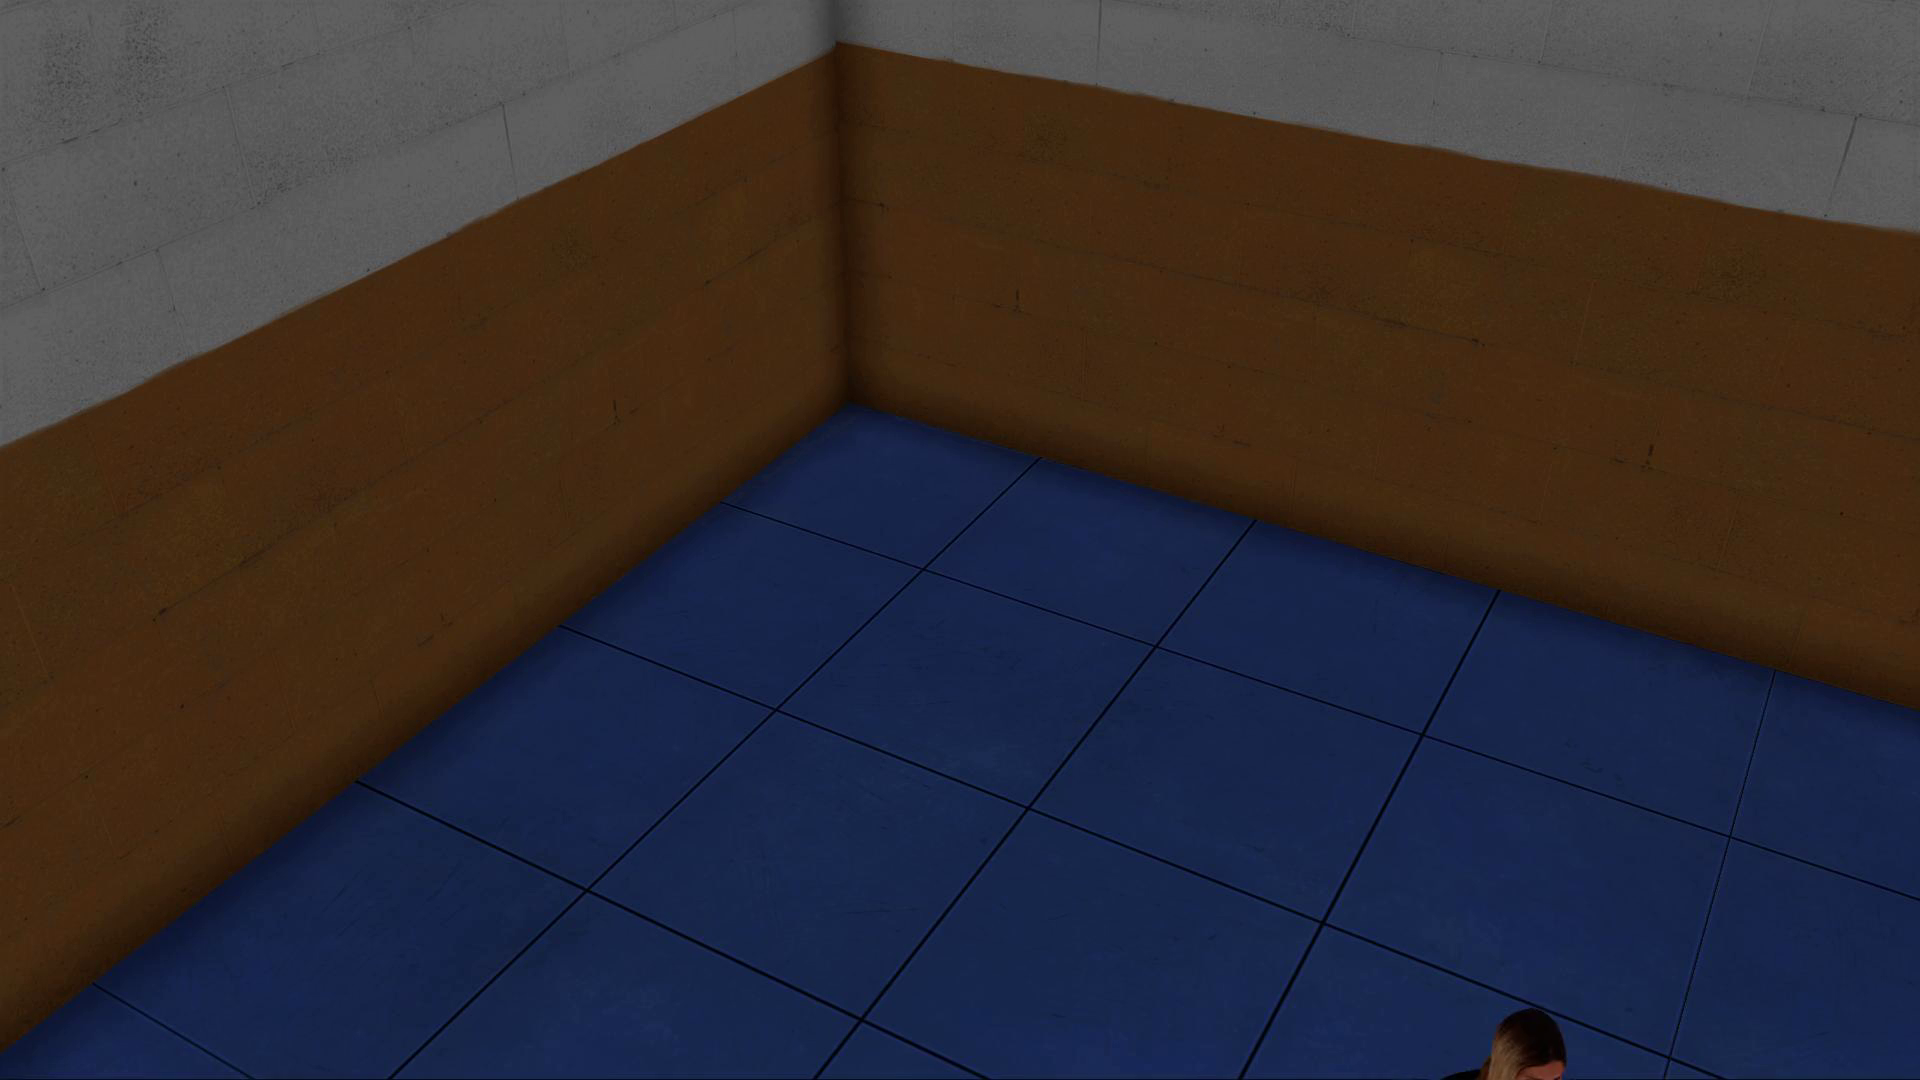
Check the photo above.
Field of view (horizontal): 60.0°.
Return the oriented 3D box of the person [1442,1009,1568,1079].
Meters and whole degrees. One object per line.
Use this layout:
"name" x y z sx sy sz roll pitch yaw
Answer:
"person" 1.408 1.860 4.659 0.713 1.662 0.733 0 34 -1
